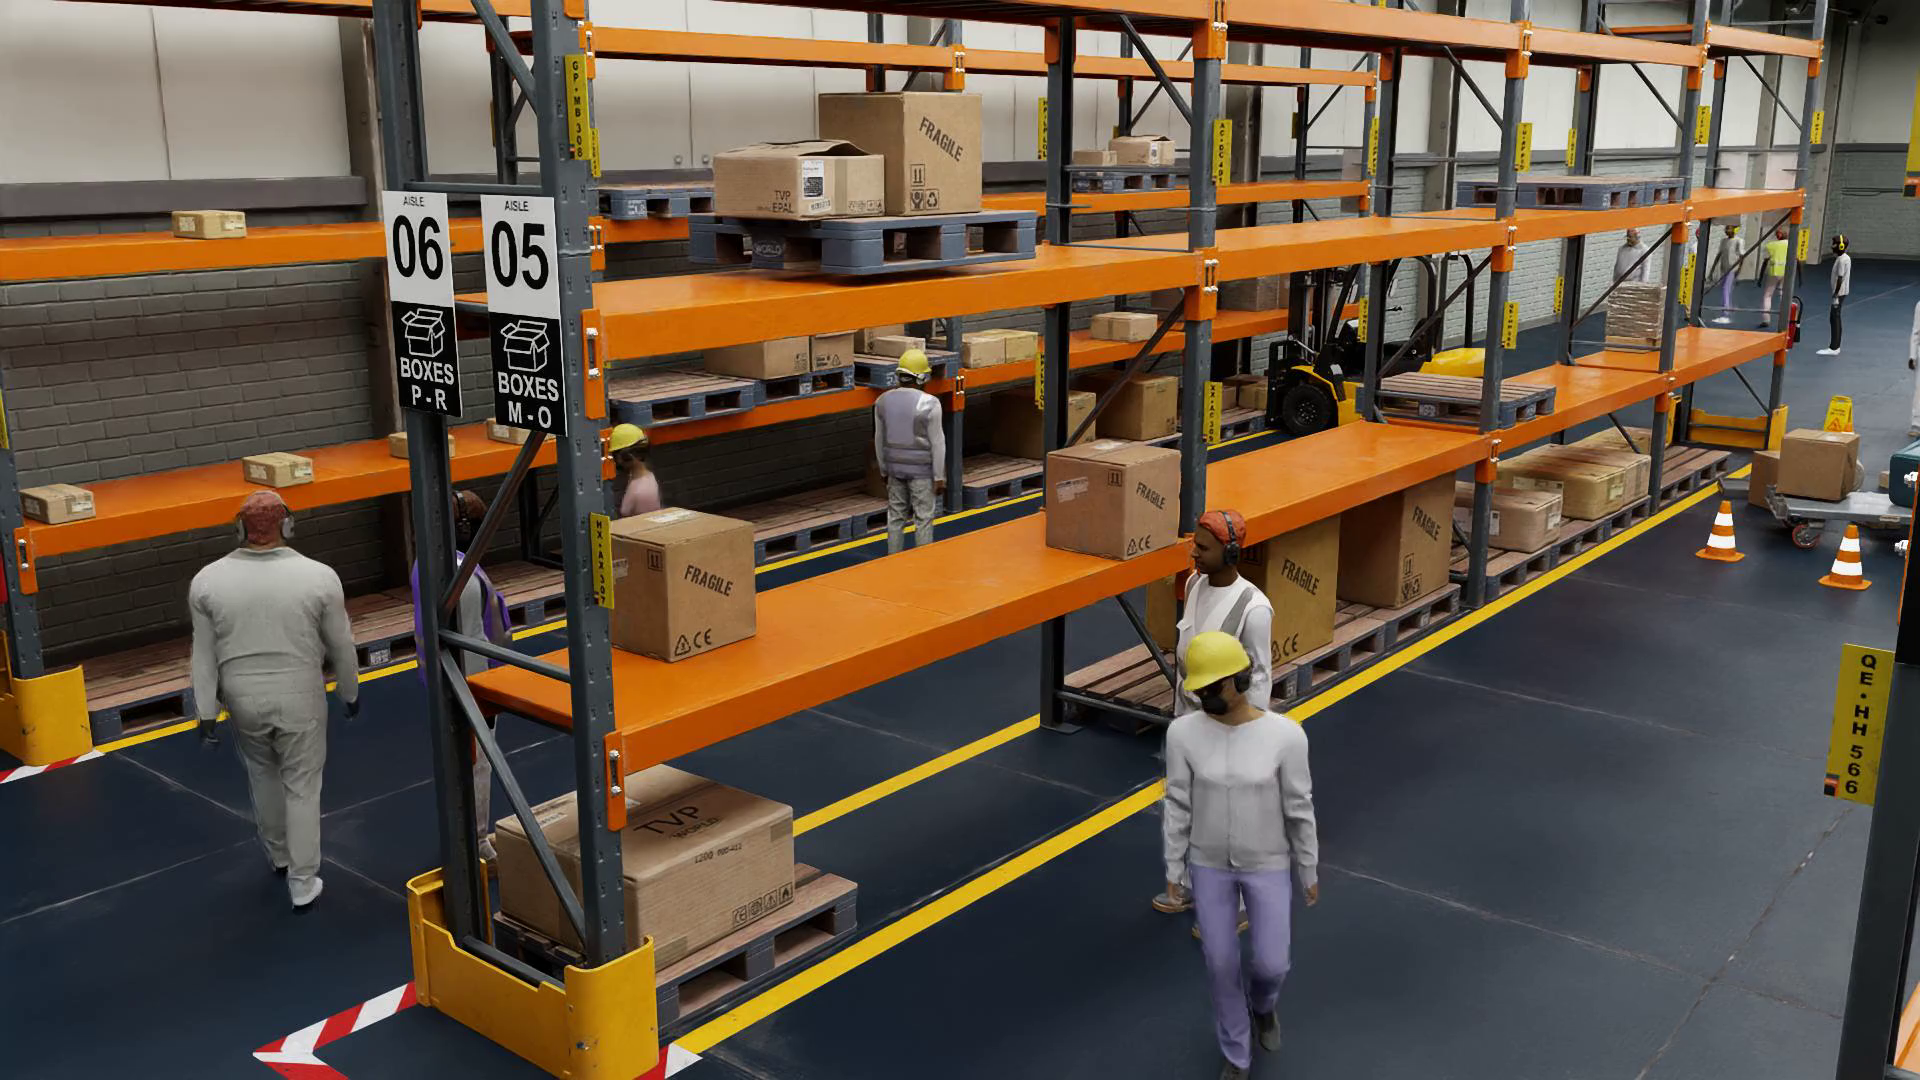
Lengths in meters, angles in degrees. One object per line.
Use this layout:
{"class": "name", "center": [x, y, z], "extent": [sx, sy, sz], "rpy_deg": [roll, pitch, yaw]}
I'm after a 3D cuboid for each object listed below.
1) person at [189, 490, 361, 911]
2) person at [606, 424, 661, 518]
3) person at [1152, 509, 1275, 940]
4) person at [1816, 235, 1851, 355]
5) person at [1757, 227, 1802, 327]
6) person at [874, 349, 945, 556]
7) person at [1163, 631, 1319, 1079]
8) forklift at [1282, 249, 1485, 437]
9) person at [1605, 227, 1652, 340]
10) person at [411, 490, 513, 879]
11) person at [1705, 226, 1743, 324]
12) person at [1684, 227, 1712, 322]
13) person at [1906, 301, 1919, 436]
{"class": "person", "center": [-3.079, 0.686, 7.605], "extent": [0.666, 1.878, 0.833], "rpy_deg": [-2, 14, -8]}
{"class": "person", "center": [-1.951, 0.158, 10.069], "extent": [0.424, 1.734, 0.534], "rpy_deg": [-2, 14, -10]}
{"class": "person", "center": [1.100, 0.788, 7.188], "extent": [0.350, 1.882, 0.583], "rpy_deg": [-7, 15, -25]}
{"class": "person", "center": [13.714, -3.826, 26.029], "extent": [0.335, 1.860, 0.509], "rpy_deg": [8, 16, 30]}
{"class": "person", "center": [14.470, -4.615, 29.339], "extent": [0.716, 1.816, 0.482], "rpy_deg": [5, 15, 18]}
{"class": "person", "center": [-0.364, -0.541, 12.697], "extent": [0.591, 1.833, 0.404], "rpy_deg": [8, 16, 30]}
{"class": "person", "center": [1.011, 1.158, 6.007], "extent": [0.568, 1.727, 0.483], "rpy_deg": [5, 15, 19]}
{"class": "forklift", "center": [4.886, -2.214, 18.767], "extent": [2.313, 2.155, 1.214], "rpy_deg": [11, 18, 38]}
{"class": "person", "center": [11.104, -4.244, 27.638], "extent": [0.406, 1.903, 0.637], "rpy_deg": [-8, 16, -31]}
{"class": "person", "center": [-2.301, 0.672, 7.772], "extent": [0.428, 1.837, 0.625], "rpy_deg": [-8, 16, -29]}
{"class": "person", "center": [13.908, -4.875, 30.315], "extent": [0.589, 1.850, 0.579], "rpy_deg": [-4, 14, -16]}
{"class": "person", "center": [13.555, -4.883, 30.532], "extent": [0.572, 1.755, 0.319], "rpy_deg": [-13, 19, -42]}
{"class": "person", "center": [11.146, -2.104, 18.975], "extent": [0.579, 1.879, 0.353], "rpy_deg": [10, 17, 35]}
